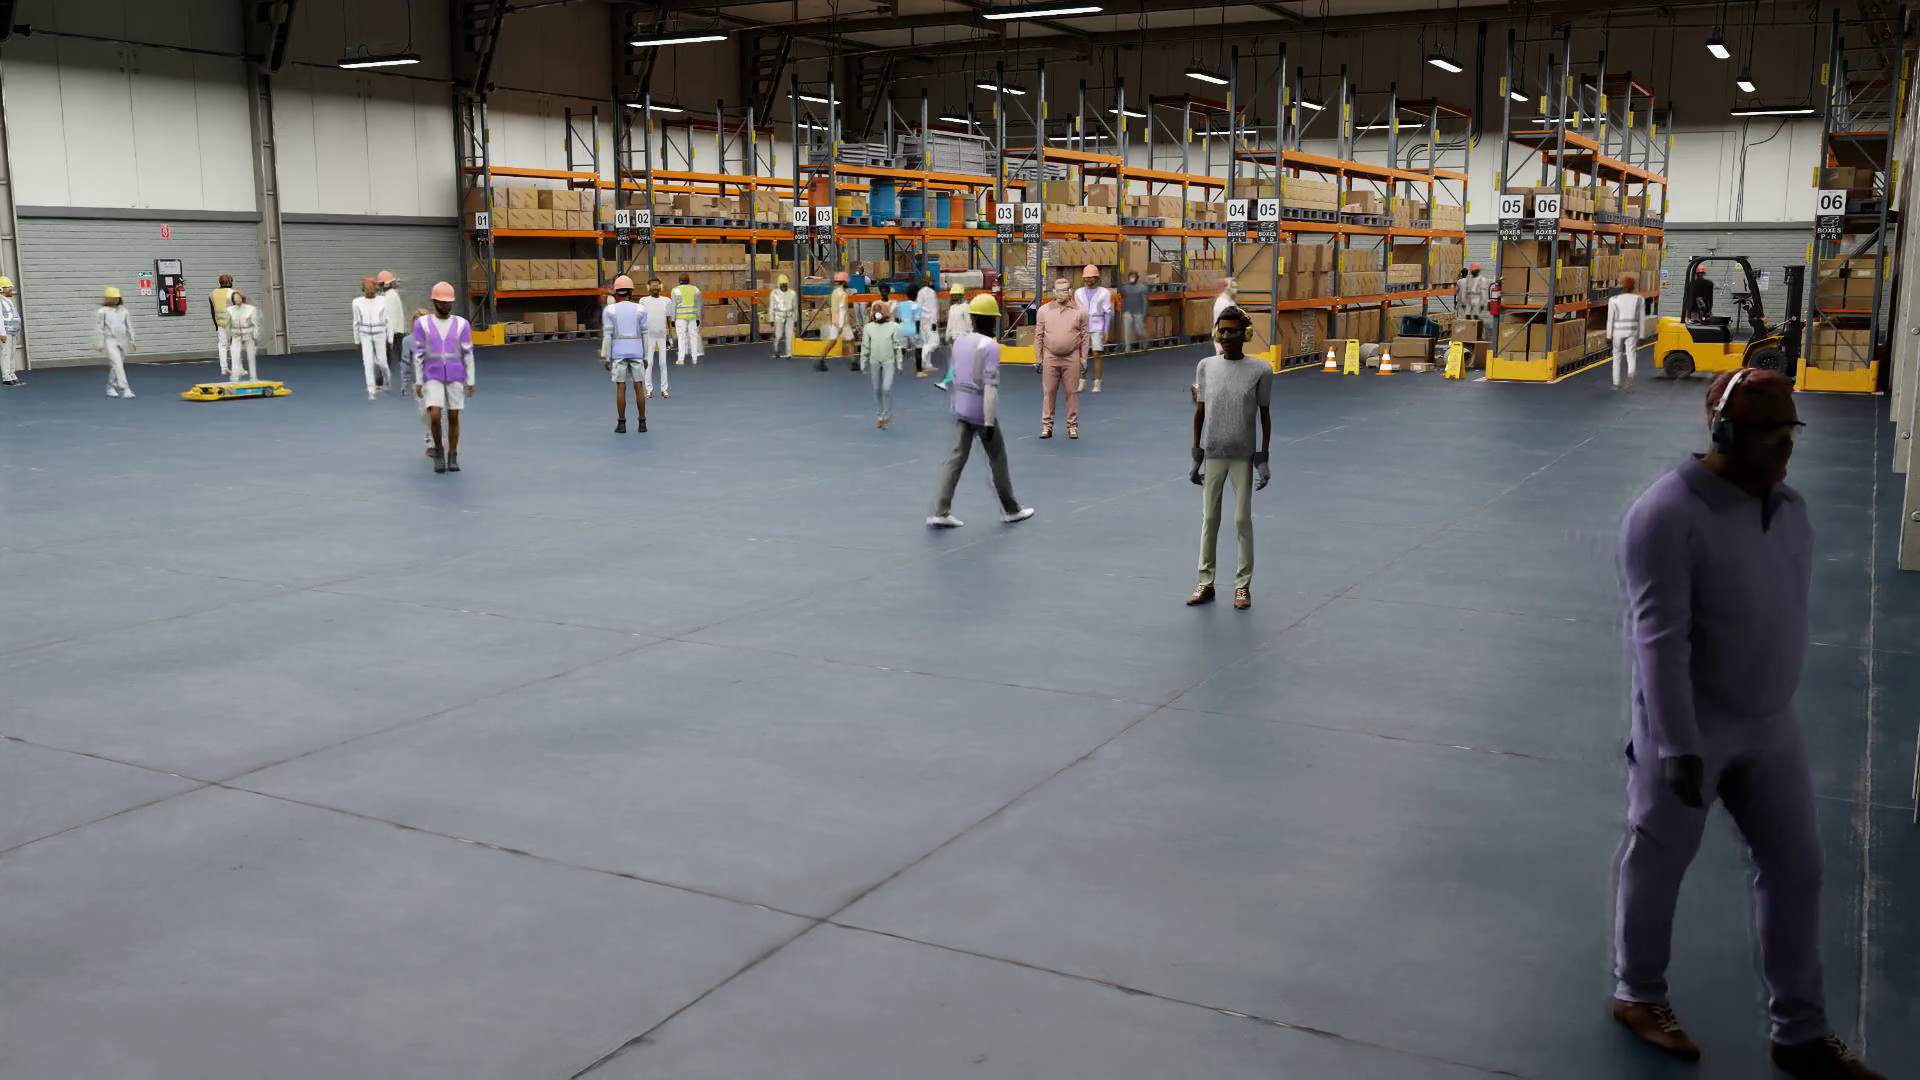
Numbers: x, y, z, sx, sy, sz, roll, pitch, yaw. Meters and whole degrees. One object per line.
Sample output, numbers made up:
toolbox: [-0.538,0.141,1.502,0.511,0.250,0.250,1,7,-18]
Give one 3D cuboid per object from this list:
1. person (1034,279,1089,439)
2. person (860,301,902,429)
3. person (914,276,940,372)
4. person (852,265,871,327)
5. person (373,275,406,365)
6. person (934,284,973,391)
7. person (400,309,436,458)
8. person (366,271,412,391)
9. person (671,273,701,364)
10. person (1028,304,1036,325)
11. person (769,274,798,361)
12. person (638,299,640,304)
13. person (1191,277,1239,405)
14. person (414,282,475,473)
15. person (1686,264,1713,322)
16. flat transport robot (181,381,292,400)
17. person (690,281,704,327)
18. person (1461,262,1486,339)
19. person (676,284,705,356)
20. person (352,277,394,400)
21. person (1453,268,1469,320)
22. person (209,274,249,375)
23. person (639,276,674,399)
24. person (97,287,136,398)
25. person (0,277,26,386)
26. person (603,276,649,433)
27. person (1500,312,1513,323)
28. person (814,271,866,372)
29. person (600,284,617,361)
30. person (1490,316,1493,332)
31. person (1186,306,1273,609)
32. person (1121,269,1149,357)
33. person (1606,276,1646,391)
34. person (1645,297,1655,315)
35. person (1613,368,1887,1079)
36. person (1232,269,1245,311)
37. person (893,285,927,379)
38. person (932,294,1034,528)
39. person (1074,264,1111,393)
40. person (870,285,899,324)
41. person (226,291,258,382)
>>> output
person: [1.209,-2.155,19.849,0.653,1.906,0.408,1,10,7]
person: [-1.016,-2.192,20.932,0.518,1.608,0.684,2,10,14]
person: [-0.626,-4.060,31.283,0.492,1.811,0.702,-4,11,-23]
person: [-2.635,-6.323,44.159,0.631,1.940,0.372,9,13,41]
person: [-11.259,-4.333,32.883,0.881,1.815,0.523,-3,10,-19]
person: [-0.058,-3.253,26.793,0.917,1.714,0.546,-6,11,-31]
person: [-5.759,-1.667,17.878,0.518,1.600,0.756,0,10,-3]
person: [-9.101,-3.385,26.951,0.996,1.955,0.617,-4,10,-21]
person: [-5.527,-4.450,33.478,0.627,1.844,0.429,-5,11,-28]
person: [1.769,-5.259,37.981,0.391,1.922,0.593,-4,11,-24]
person: [-3.671,-4.624,34.591,0.595,1.810,0.612,-3,10,-18]
person: [-7.675,-5.647,40.754,0.524,1.755,0.394,4,10,21]
person: [3.714,-2.800,23.713,0.709,1.887,0.652,2,10,10]
person: [-5.159,-1.622,16.696,0.569,1.912,0.581,-4,10,-22]
person: [17.004,-5.351,38.316,0.628,1.983,0.500,4,10,21]
flat transport robot: [-11.108,-2.312,25.548,0.652,0.197,1.431,7,12,36]
person: [-6.221,-5.201,38.540,0.563,1.617,0.340,0,10,-1]
person: [13.103,-6.071,42.406,0.622,2.033,0.627,-6,11,-31]
person: [-5.893,-4.786,36.136,0.693,1.597,0.536,-3,10,-14]
person: [-8.927,-3.076,25.351,0.585,1.866,0.649,-2,10,-10]
person: [13.514,-6.363,44.635,0.509,1.860,0.333,2,10,13]
person: [-13.427,-3.951,30.560,0.626,1.844,0.429,2,10,13]
person: [-4.652,-3.098,25.479,0.526,1.871,0.324,-3,10,-17]
person: [-13.039,-3.050,25.697,0.890,1.698,0.501,6,12,33]
person: [-15.968,-3.493,27.897,0.404,1.833,0.590,-2,10,-13]
person: [-4.112,-2.280,20.505,0.545,1.933,0.376,-3,10,-18]
person: [14.734,-6.350,44.661,0.447,1.820,0.607,-6,11,-30]
person: [-2.298,-4.112,31.367,0.980,1.898,0.547,-6,11,-30]
person: [-7.140,-4.534,34.662,0.821,1.591,0.518,-2,10,-12]
person: [15.501,-6.824,47.286,0.640,1.877,1.041,-6,11,-31]
person: [1.670,-0.505,10.305,0.515,1.868,0.329,4,11,23]
person: [3.813,-4.910,36.020,0.637,1.907,0.913,5,11,29]
person: [10.714,-3.306,26.744,0.585,1.862,0.843,2,10,14]
person: [18.078,-6.371,44.142,0.685,2.000,0.692,9,14,44]
person: [2.072,0.509,4.335,0.655,1.883,0.770,-4,10,-22]
person: [6.202,-5.235,37.841,0.619,1.929,0.984,5,11,29]
person: [-0.934,-3.696,29.568,0.535,1.667,0.781,8,12,38]
person: [0.153,-1.036,13.388,0.986,1.873,0.606,-7,12,-37]
person: [2.077,-3.345,26.419,0.615,2.039,0.393,4,10,22]
person: [-1.401,-3.919,30.922,0.546,1.642,0.892,1,10,5]
person: [-11.790,-3.280,27.307,0.527,1.602,0.803,-1,10,-7]
